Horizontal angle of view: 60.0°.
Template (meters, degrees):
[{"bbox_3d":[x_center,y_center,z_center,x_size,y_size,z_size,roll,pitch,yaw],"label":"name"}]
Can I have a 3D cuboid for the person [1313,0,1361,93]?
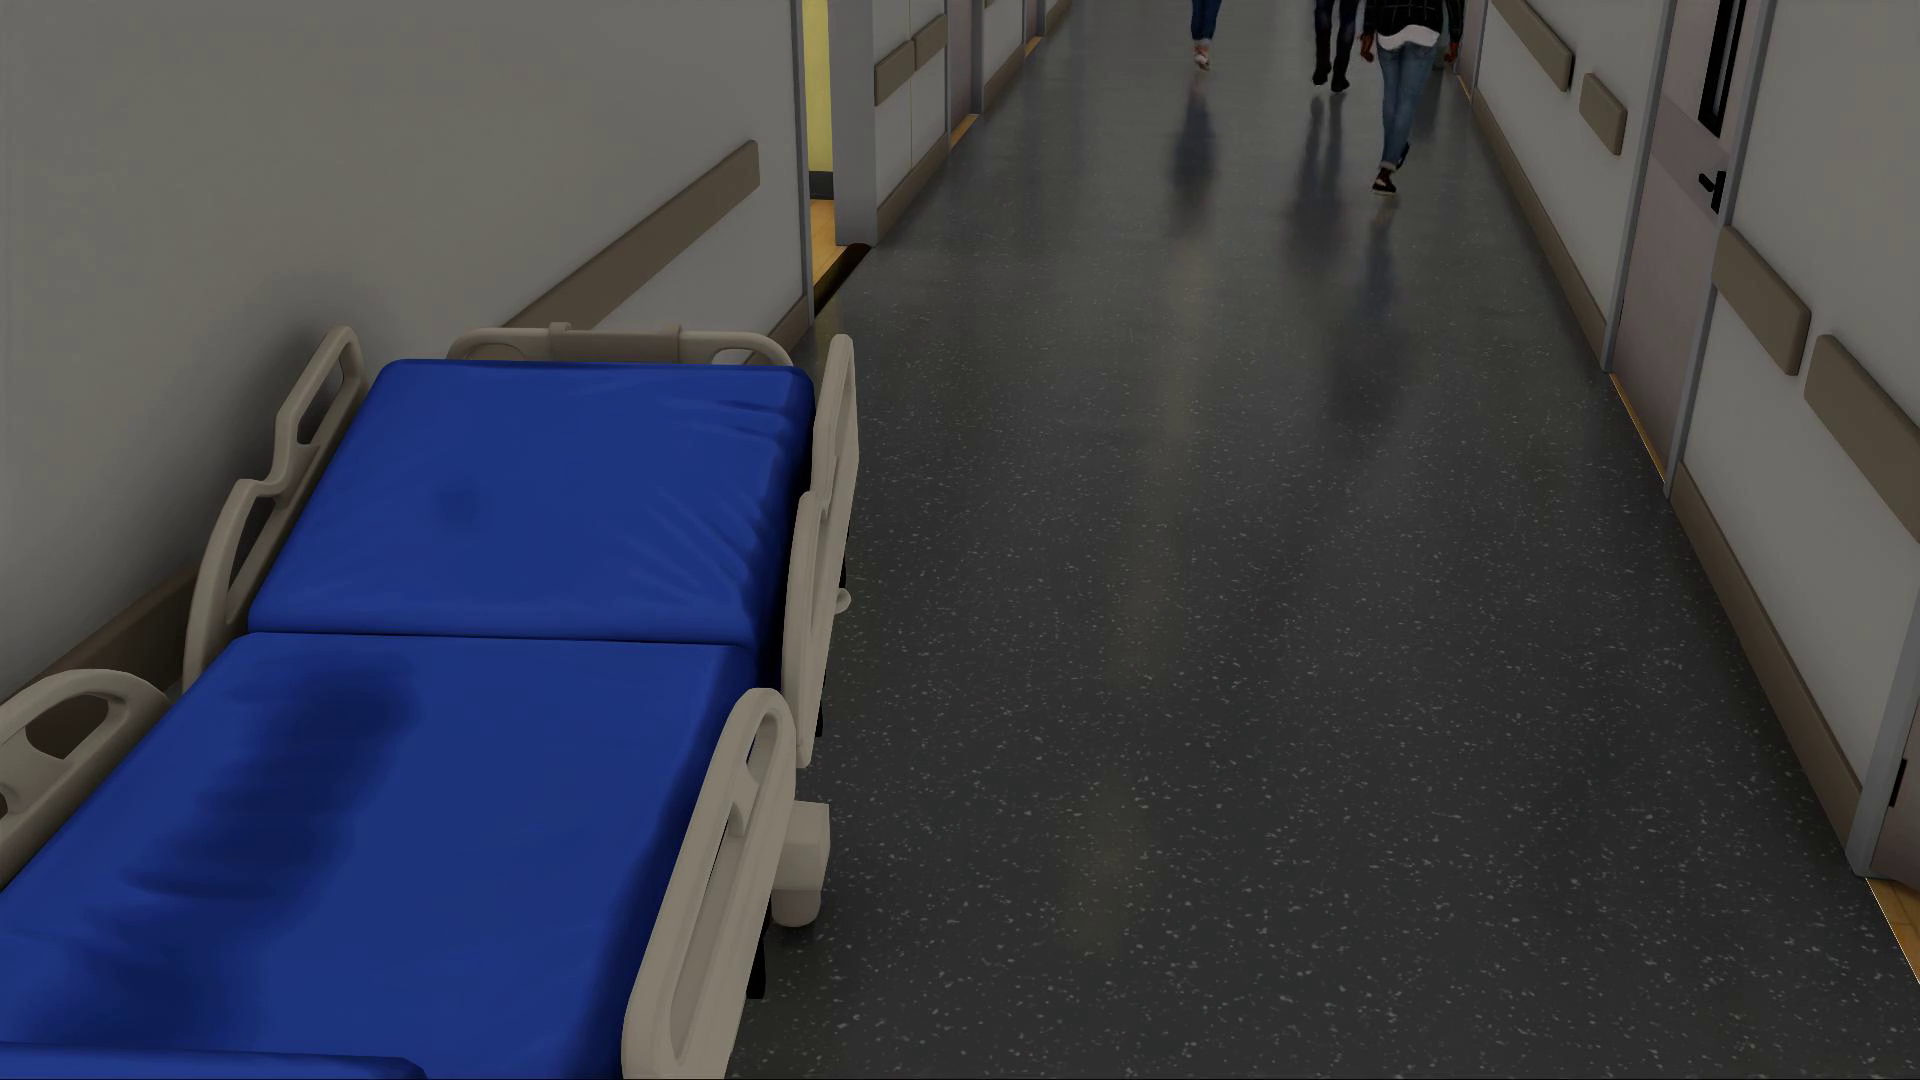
[{"bbox_3d":[2.800,-4.235,12.168,0.658,1.889,0.803,7,27,15],"label":"person"}]

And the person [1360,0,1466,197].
[{"bbox_3d":[2.500,-2.808,9.346,1.252,1.769,0.962,12,28,22],"label":"person"}]
